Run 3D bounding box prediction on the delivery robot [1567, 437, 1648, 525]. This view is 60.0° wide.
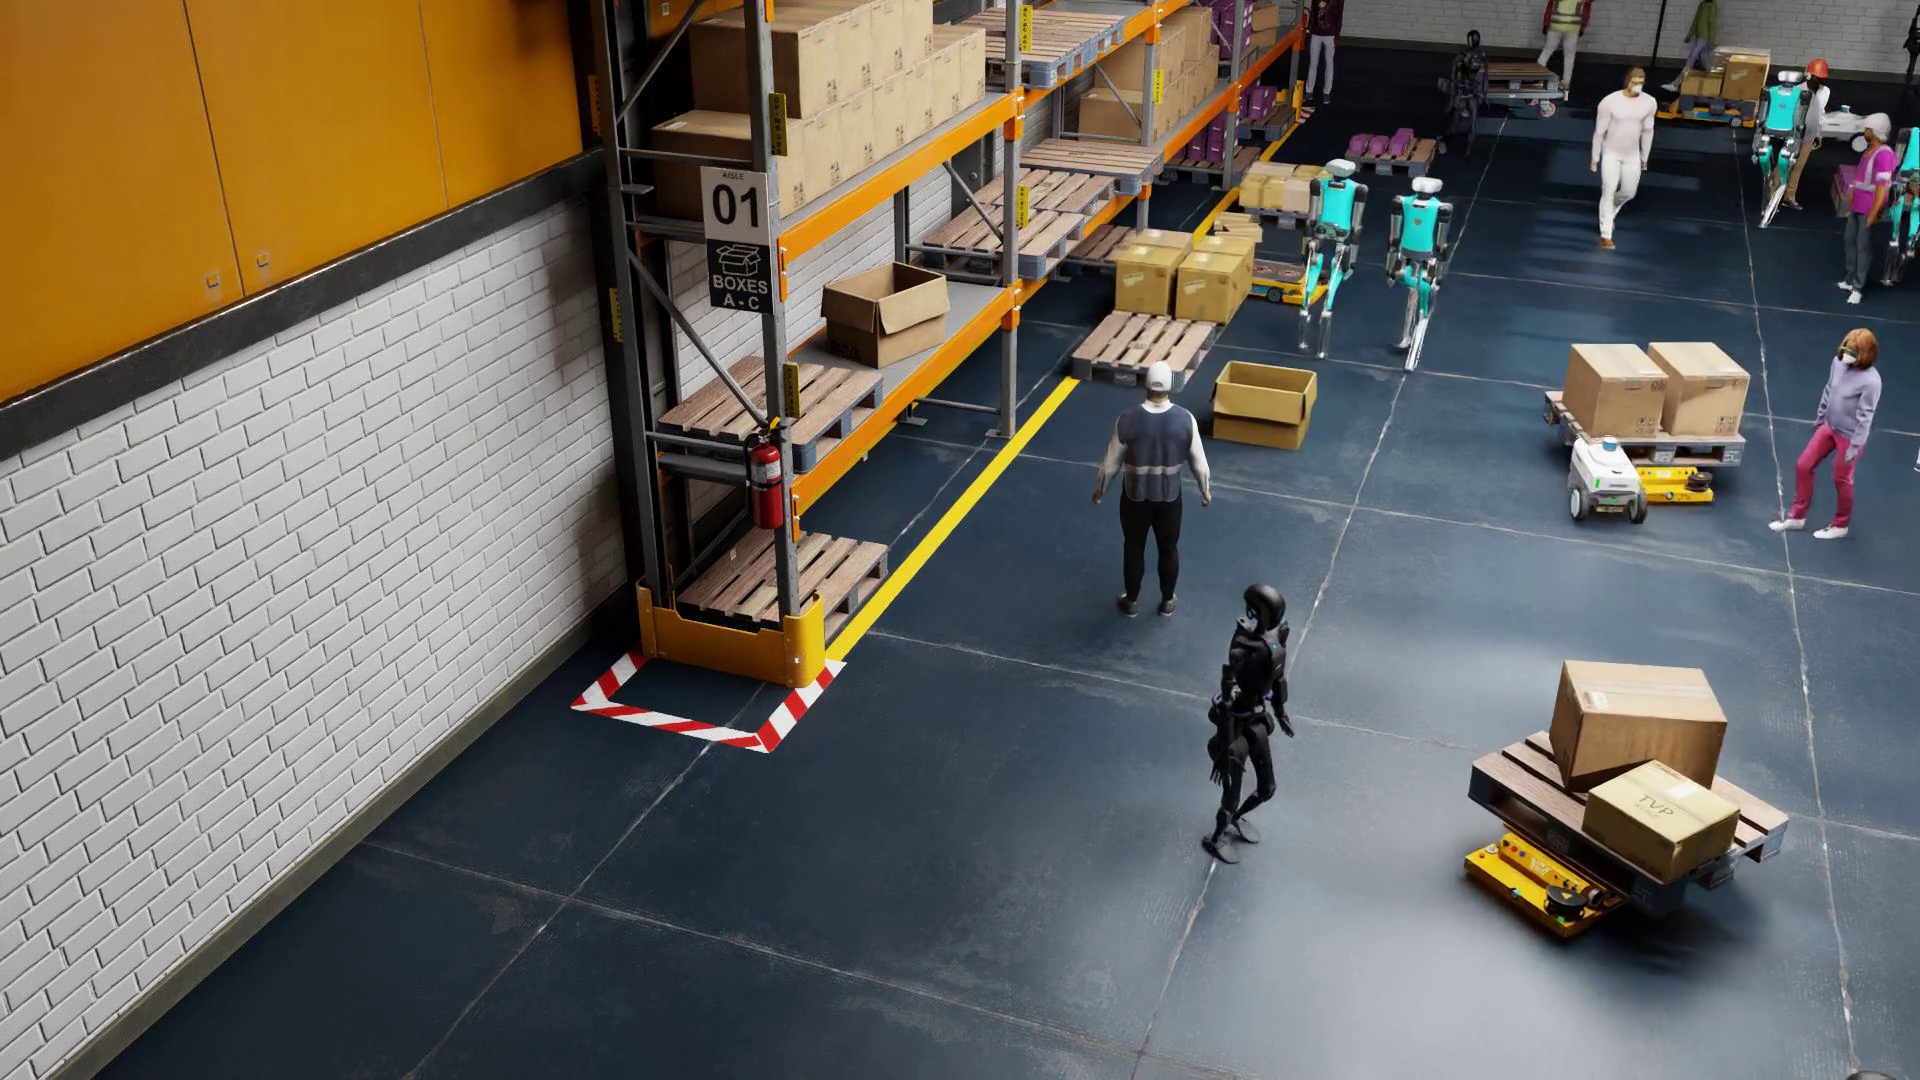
[{"bbox_3d":[4.784,-0.480,12.340,0.499,0.568,0.747,2,27,4],"label":"delivery robot"}]

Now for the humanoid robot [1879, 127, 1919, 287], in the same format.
[{"bbox_3d":[9.566,-3.370,16.695,0.561,1.778,0.895,7,28,13],"label":"humanoid robot"}]

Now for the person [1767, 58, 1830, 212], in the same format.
[{"bbox_3d":[9.707,-4.670,19.190,0.572,1.746,0.344,-7,28,-13],"label":"person"}]

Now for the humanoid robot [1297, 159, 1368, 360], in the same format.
[{"bbox_3d":[3.256,-2.468,14.949,0.536,1.792,0.733,15,31,26],"label":"humanoid robot"}]

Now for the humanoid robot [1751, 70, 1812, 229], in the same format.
[{"bbox_3d":[9.264,-4.426,18.788,0.547,1.827,0.875,18,33,32],"label":"humanoid robot"}]

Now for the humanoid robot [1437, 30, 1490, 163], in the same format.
[{"bbox_3d":[6.473,-5.712,21.315,0.608,1.639,0.627,-8,28,-14],"label":"humanoid robot"}]

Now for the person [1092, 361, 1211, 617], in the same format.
[{"bbox_3d":[1.242,-0.317,10.738,0.770,1.756,0.445,0,27,0],"label":"person"}]

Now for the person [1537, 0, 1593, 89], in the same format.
[{"bbox_3d":[9.082,-7.685,25.006,0.693,1.794,0.436,13,30,24],"label":"person"}]

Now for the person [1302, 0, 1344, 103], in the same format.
[{"bbox_3d":[5.310,-7.385,24.238,0.489,1.955,0.419,12,30,22],"label":"person"}]

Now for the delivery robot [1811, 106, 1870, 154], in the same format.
[{"bbox_3d":[11.652,-5.422,21.970,0.808,0.607,0.499,8,28,15],"label":"delivery robot"}]

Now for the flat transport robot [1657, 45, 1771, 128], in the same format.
[{"bbox_3d":[10.642,-6.032,23.451,1.431,0.231,0.659,13,30,24],"label":"flat transport robot"}]

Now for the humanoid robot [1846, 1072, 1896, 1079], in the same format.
[{"bbox_3d":[2.943,2.429,5.527,0.665,1.628,0.587,14,30,24],"label":"humanoid robot"}]

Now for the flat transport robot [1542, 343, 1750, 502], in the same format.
[{"bbox_3d":[5.309,-0.682,13.073,0.659,0.231,1.431,0,27,0],"label":"flat transport robot"}]

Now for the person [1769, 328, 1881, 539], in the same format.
[{"bbox_3d":[6.145,-0.742,11.715,0.626,1.603,0.559,-3,27,-7],"label":"person"}]

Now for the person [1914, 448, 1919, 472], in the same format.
[{"bbox_3d":[7.687,-1.338,12.723,0.322,1.753,0.558,21,34,34],"label":"person"}]

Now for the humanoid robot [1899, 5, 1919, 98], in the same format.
[{"bbox_3d":[14.189,-7.337,24.448,0.339,1.646,0.610,-19,33,-32],"label":"humanoid robot"}]

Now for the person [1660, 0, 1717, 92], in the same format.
[{"bbox_3d":[11.066,-7.512,24.878,0.880,1.581,0.527,1,27,2],"label":"person"}]

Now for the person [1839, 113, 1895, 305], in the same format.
[{"bbox_3d":[8.934,-3.268,16.400,0.338,1.822,0.647,4,28,8],"label":"person"}]

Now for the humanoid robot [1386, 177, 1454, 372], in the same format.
[{"bbox_3d":[4.099,-2.406,14.821,0.537,1.767,0.961,15,31,27],"label":"humanoid robot"}]

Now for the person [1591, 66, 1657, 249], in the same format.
[{"bbox_3d":[7.161,-4.173,18.041,0.645,1.920,0.733,0,27,0],"label":"person"}]

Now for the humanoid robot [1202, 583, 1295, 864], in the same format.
[{"bbox_3d":[1.438,0.931,8.432,0.381,1.651,0.595,22,35,36],"label":"humanoid robot"}]

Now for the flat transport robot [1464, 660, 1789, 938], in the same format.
[{"bbox_3d":[3.384,1.583,8.681,1.431,0.231,0.659,-16,31,-28],"label":"flat transport robot"}]

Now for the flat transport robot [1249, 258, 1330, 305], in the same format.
[{"bbox_3d":[2.982,-2.658,16.906,1.431,0.231,0.659,13,30,23],"label":"flat transport robot"}]
